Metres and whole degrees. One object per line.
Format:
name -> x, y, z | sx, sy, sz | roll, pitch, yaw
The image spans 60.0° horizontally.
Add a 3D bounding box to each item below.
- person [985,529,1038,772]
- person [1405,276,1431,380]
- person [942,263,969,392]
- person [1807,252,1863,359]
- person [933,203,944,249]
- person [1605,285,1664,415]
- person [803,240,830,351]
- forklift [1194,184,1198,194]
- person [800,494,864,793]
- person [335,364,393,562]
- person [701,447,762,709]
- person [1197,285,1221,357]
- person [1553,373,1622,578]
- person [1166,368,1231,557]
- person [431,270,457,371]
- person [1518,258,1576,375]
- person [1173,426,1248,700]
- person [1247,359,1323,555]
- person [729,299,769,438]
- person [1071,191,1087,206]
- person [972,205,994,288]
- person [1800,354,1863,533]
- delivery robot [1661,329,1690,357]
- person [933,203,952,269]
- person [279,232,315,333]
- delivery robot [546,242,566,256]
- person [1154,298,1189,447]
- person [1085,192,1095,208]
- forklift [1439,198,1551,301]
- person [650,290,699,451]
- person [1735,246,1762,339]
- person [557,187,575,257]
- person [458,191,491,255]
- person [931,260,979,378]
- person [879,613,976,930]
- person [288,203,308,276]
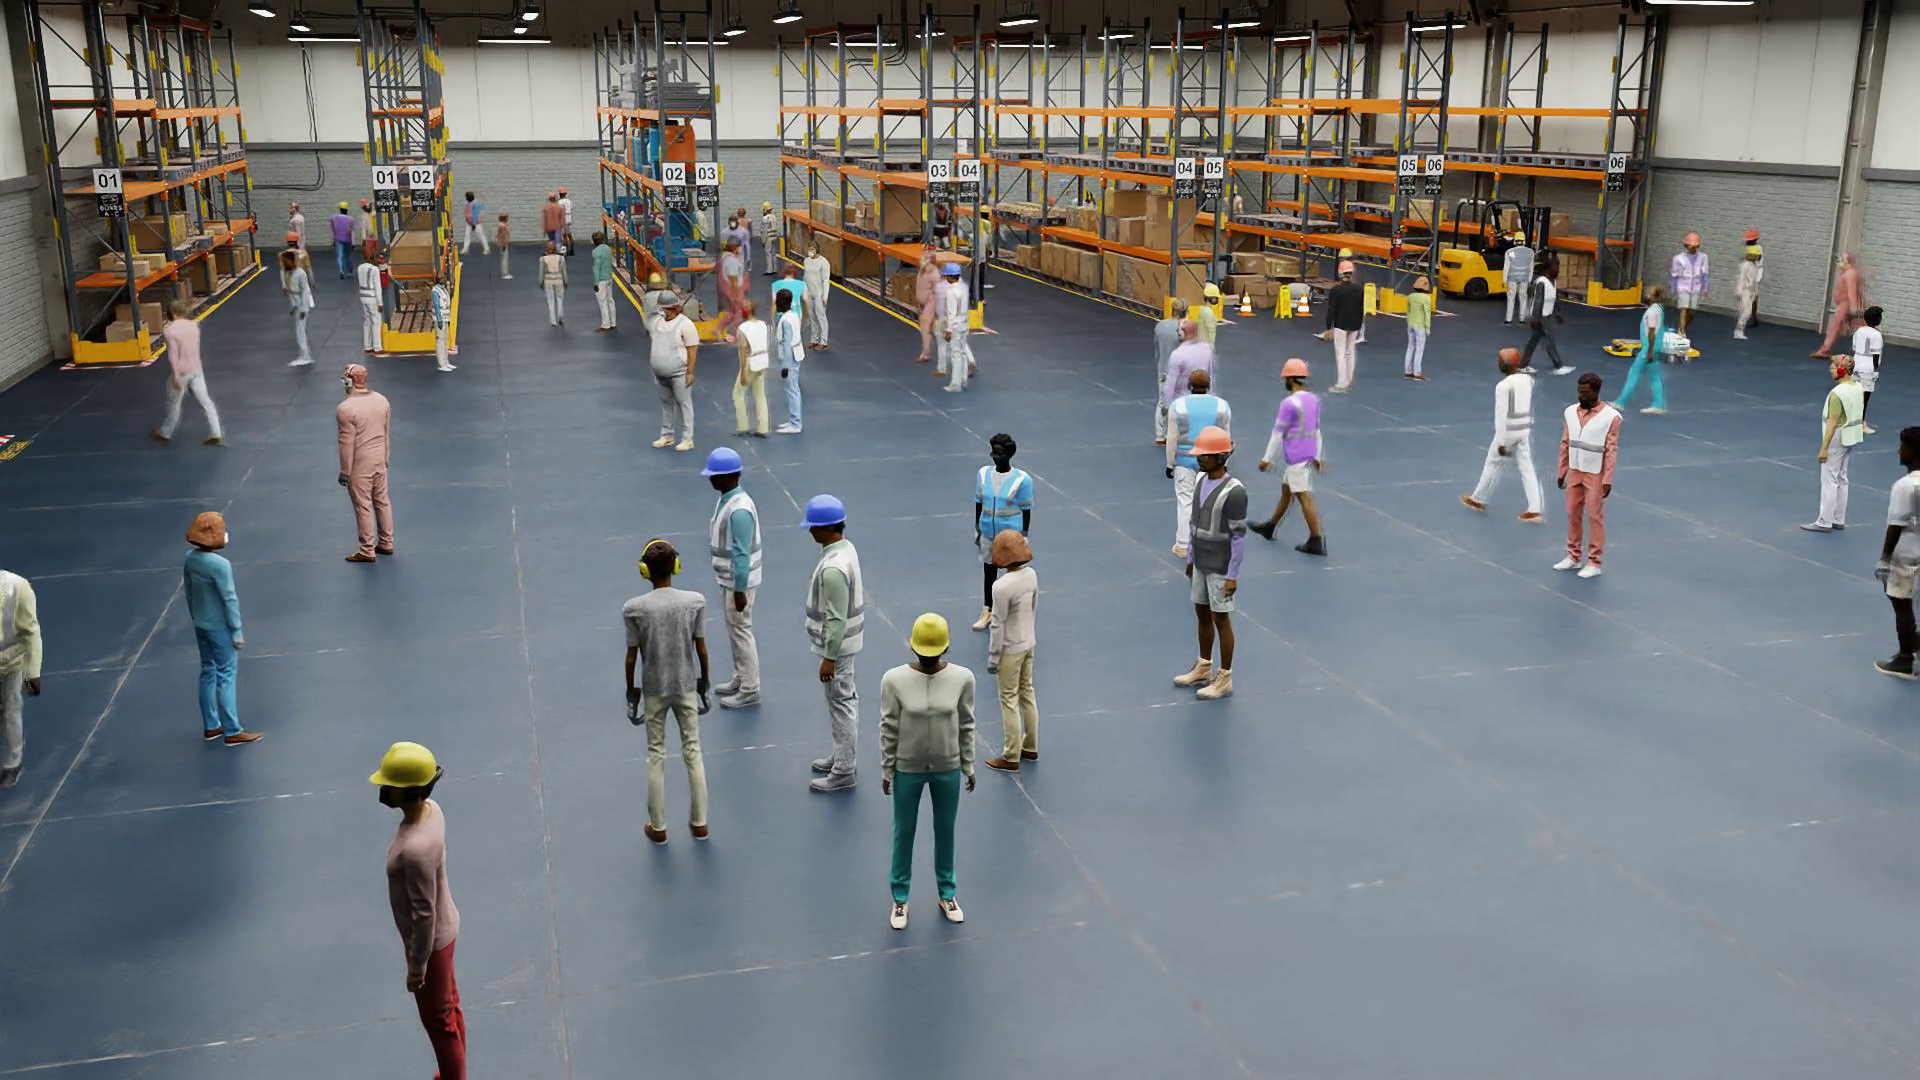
person -> 0.352, 0.726, 11.005 | 0.281, 1.624, 0.494 | 9, 17, 29
person -> 7.262, -3.358, 26.373 | 0.285, 1.628, 0.503 | -7, 16, -25
person -> -0.077, -3.223, 25.241 | 0.404, 1.945, 0.615 | 6, 16, 21
person -> 15.045, -3.936, 28.156 | 1.008, 1.848, 0.663 | 11, 19, 37
person -> -0.570, -8.084, 43.819 | 0.353, 1.813, 0.668 | -5, 16, -17
person -> 9.617, -2.681, 23.487 | 0.892, 1.800, 0.543 | 10, 18, 33
person -> -2.545, -4.327, 29.437 | 0.625, 1.932, 0.373 | 14, 21, 43
forklift -> 7.392, -11.333, 53.972 | 1.873, 2.768, 1.129 | -4, 15, -15
person -> -0.807, 0.654, 10.659 | 0.393, 1.946, 0.602 | 0, 15, 0
person -> -5.740, -0.739, 15.977 | 0.408, 1.908, 0.645 | 5, 16, 19
person -> -1.650, 0.270, 12.129 | 0.418, 1.938, 0.615 | -4, 15, -15
person -> 3.576, -2.793, 23.978 | 0.328, 1.765, 0.532 | -2, 15, -7
person -> 5.859, -0.621, 15.535 | 0.398, 1.907, 0.599 | -9, 17, -31
person -> 2.296, -0.747, 16.132 | 0.634, 1.841, 0.429 | -1, 15, -5
person -> -8.469, -3.584, 27.191 | 0.308, 1.641, 0.517 | -1, 15, -4
person -> 9.512, -3.584, 26.747 | 1.004, 1.864, 0.604 | 11, 18, 35
person -> 1.848, 0.167, 12.303 | 0.379, 2.041, 0.616 | -7, 16, -24
person -> 3.245, -0.835, 16.375 | 0.969, 1.880, 0.556 | 12, 19, 37
person -> -2.792, -2.240, 21.781 | 0.677, 1.821, 0.586 | 9, 17, 30
person -> 3.433, -9.103, 47.398 | 0.611, 1.925, 0.501 | -2, 15, -9
person -> 0.536, -6.889, 39.085 | 0.590, 1.923, 0.384 | 14, 21, 43
person -> 8.995, -0.980, 17.028 | 0.563, 1.834, 0.404 | -13, 20, -40
delivery robot -> 12.008, -3.326, 28.122 | 0.477, 0.478, 0.707 | -3, 15, -11
person -> -0.472, -7.611, 41.619 | 0.633, 2.021, 0.662 | -4, 15, -15
person -> -12.610, -4.906, 31.690 | 0.558, 1.886, 0.957 | -1, 15, -5
delivery robot -> -10.958, -7.836, 45.090 | 0.477, 0.478, 0.707 | 2, 15, 8
person -> 2.707, -2.092, 21.035 | 0.382, 1.928, 0.639 | -11, 19, -36
person -> 3.576, -8.676, 45.947 | 0.339, 1.860, 0.501 | -3, 15, -13
forklift -> 11.913, -6.508, 37.130 | 2.313, 2.155, 1.214 | -4, 15, -15
person -> -3.650, -2.151, 21.030 | 0.682, 2.000, 0.536 | 11, 18, 35
person -> 14.559, -4.558, 30.684 | 0.517, 1.728, 0.450 | -11, 18, -35
person -> -11.155, -8.974, 46.902 | 0.376, 1.935, 0.550 | 7, 17, 26
person -> -13.841, -9.021, 47.366 | 0.922, 1.803, 0.632 | -14, 20, -42
person -> -0.104, -3.472, 26.295 | 0.861, 1.900, 0.628 | 14, 20, 42
person -> -0.167, 1.224, 8.874 | 0.524, 1.759, 0.328 | -3, 15, -11
person -> -16.056, -7.203, 40.296 | 0.407, 1.910, 0.638 | -4, 15, -15
